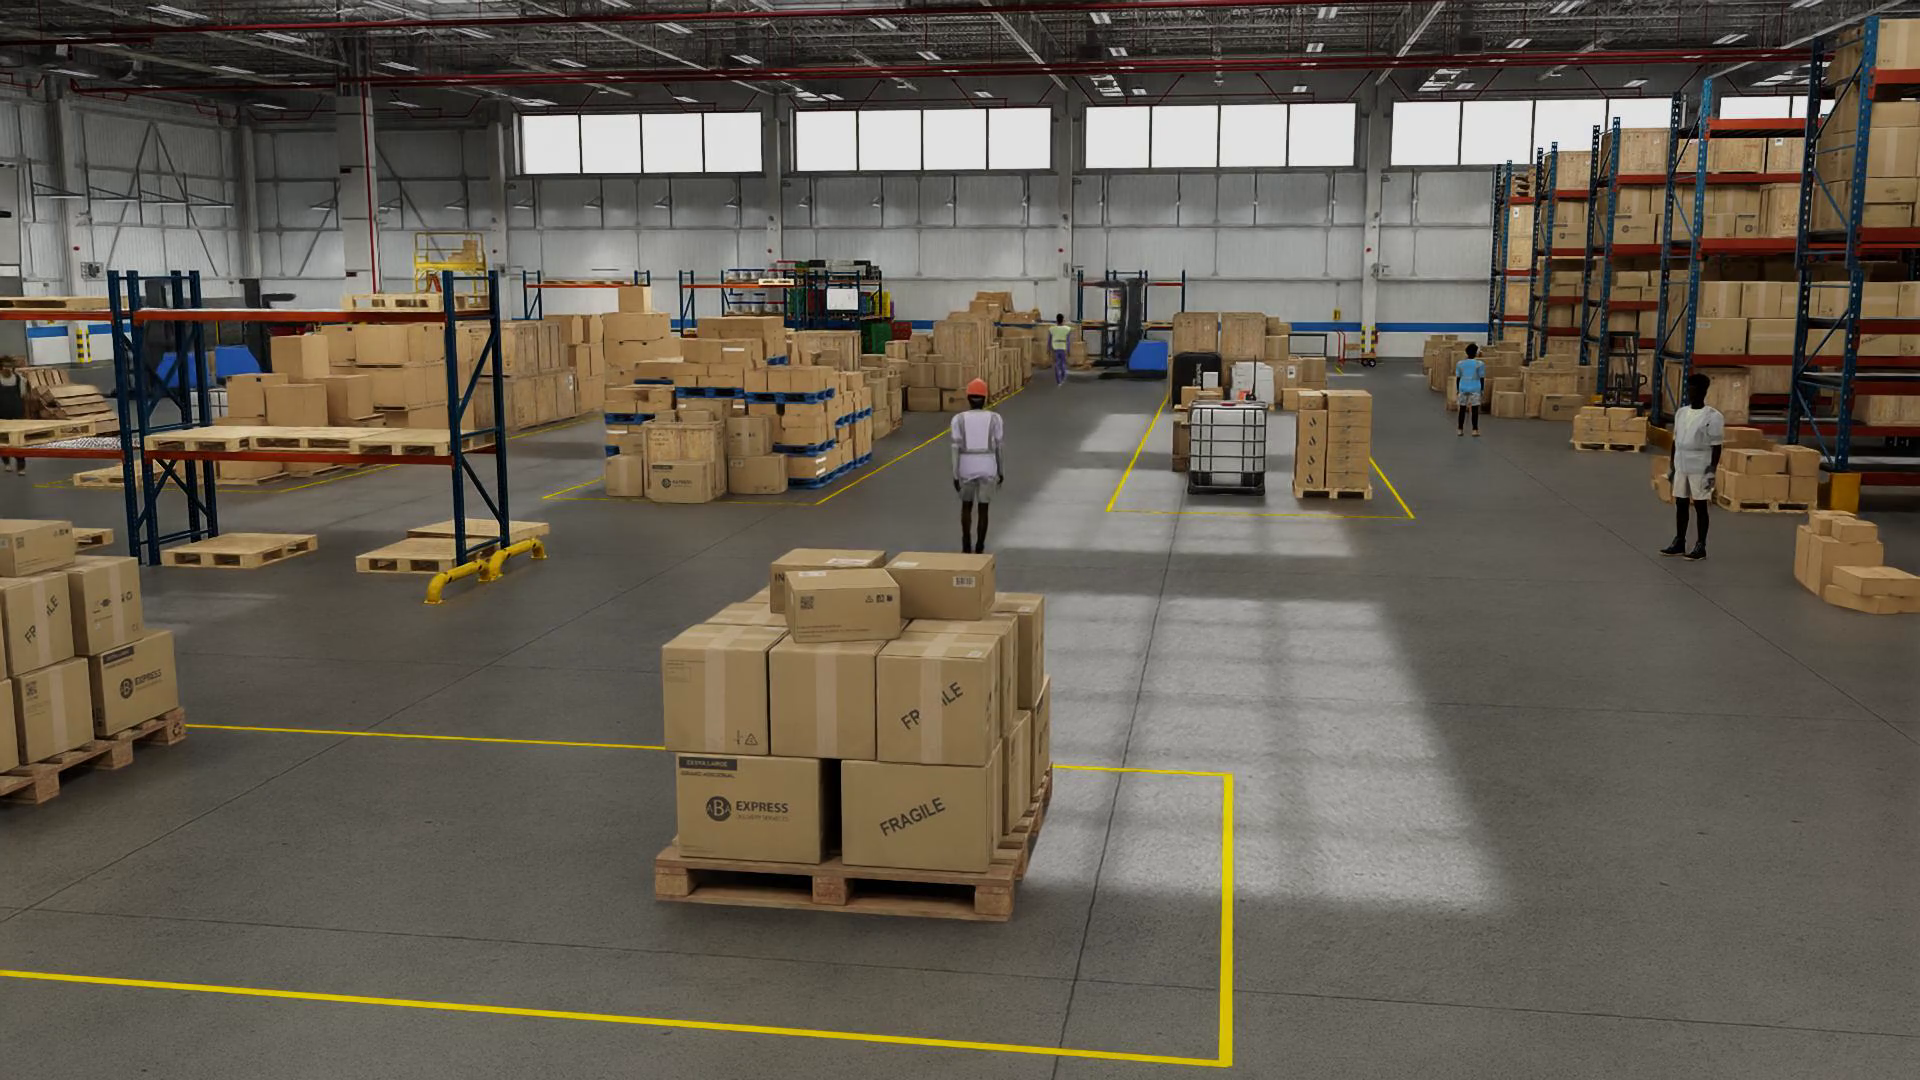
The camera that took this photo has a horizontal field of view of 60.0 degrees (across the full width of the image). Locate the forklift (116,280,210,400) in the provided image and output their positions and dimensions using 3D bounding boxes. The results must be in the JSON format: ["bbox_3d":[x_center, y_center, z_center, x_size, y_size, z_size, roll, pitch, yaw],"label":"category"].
[{"bbox_3d":[-18.779,-4.726,39.059,1.873,2.768,1.129,-3,10,-16],"label":"forklift"}]

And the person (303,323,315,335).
[{"bbox_3d":[-17.332,-4.978,44.427,0.514,1.641,0.315,5,10,27],"label":"person"}]

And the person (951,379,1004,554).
[{"bbox_3d":[0.183,-0.732,17.418,0.552,1.901,0.841,0,9,2],"label":"person"}]

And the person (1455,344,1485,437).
[{"bbox_3d":[9.328,-2.735,30.408,0.540,1.699,0.315,5,11,30],"label":"person"}]

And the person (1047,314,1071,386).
[{"bbox_3d":[2.608,-5.030,44.055,0.597,1.872,0.961,-1,9,-5],"label":"person"}]

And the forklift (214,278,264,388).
[{"bbox_3d":[-18.193,-5.339,42.845,1.873,2.768,1.129,-3,10,-18],"label":"forklift"}]

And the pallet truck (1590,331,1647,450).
[{"bbox_3d":[11.253,-2.573,28.499,0.823,1.965,1.885,5,10,27],"label":"pallet truck"}]

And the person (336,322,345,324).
[{"bbox_3d":[-15.356,-4.605,41.220,0.629,1.937,0.377,2,9,13],"label":"person"}]

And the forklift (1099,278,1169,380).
[{"bbox_3d":[4.838,-5.842,45.945,1.873,2.768,1.129,1,9,9],"label":"forklift"}]

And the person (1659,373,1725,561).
[{"bbox_3d":[7.678,-0.764,17.435,0.361,1.965,0.613,-4,10,-23],"label":"person"}]

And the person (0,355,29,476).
[{"bbox_3d":[-14.131,-1.856,24.703,0.529,1.811,0.797,-6,11,-33],"label":"person"}]

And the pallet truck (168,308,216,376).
[{"bbox_3d":[-21.869,-5.598,47.154,0.823,1.965,1.885,4,10,26],"label":"pallet truck"}]
